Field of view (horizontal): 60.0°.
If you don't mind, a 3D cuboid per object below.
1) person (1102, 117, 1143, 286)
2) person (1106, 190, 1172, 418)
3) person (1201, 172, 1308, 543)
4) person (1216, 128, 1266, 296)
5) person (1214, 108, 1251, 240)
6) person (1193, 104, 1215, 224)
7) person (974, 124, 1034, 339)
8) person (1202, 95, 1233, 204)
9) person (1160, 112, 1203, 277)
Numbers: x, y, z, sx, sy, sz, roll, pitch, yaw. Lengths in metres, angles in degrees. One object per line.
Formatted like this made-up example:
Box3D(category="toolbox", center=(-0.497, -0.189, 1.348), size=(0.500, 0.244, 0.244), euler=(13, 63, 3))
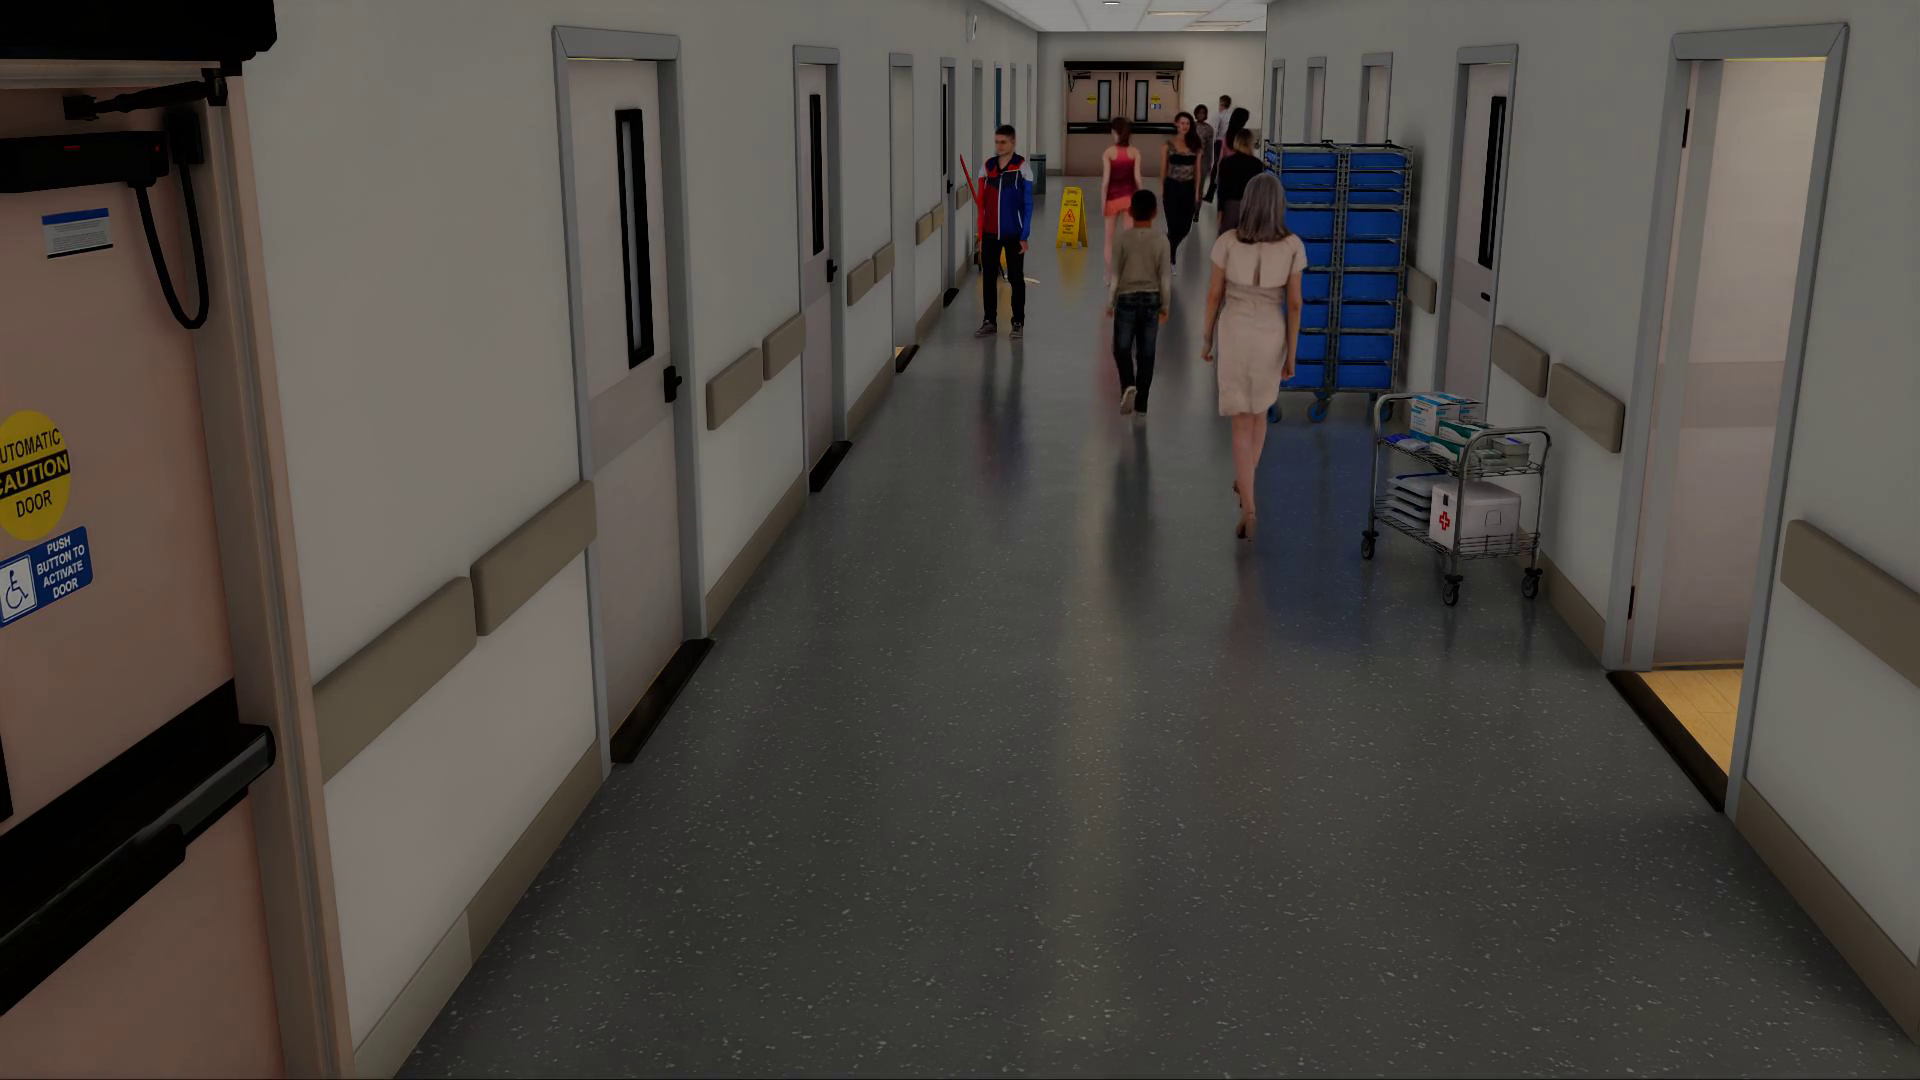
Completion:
Box3D(category="person", center=(1.628, -3.359, 16.776), size=(0.565, 1.721, 0.955), euler=(2, 16, 6))
Box3D(category="person", center=(1.138, -1.478, 10.603), size=(0.607, 1.451, 0.784), euler=(-1, 16, -2))
Box3D(category="person", center=(1.376, -0.810, 7.814), size=(0.618, 1.678, 1.157), euler=(1, 16, 3))
Box3D(category="person", center=(2.640, -3.012, 15.687), size=(0.602, 1.645, 0.916), euler=(1, 16, 5))
Box3D(category="person", center=(3.536, -4.711, 21.627), size=(0.881, 1.690, 1.203), euler=(7, 17, 23))
Box3D(category="person", center=(3.536, -5.593, 24.726), size=(0.647, 1.706, 0.765), euler=(4, 16, 13))
Box3D(category="person", center=(0.376, -2.593, 13.990), size=(0.697, 1.758, 0.648), euler=(7, 17, 22))
Box3D(category="person", center=(4.436, -6.461, 27.690), size=(1.226, 1.769, 1.203), euler=(14, 21, 40))
Box3D(category="person", center=(2.374, -3.785, 18.246), size=(0.677, 1.742, 0.962), euler=(0, 16, -2))
